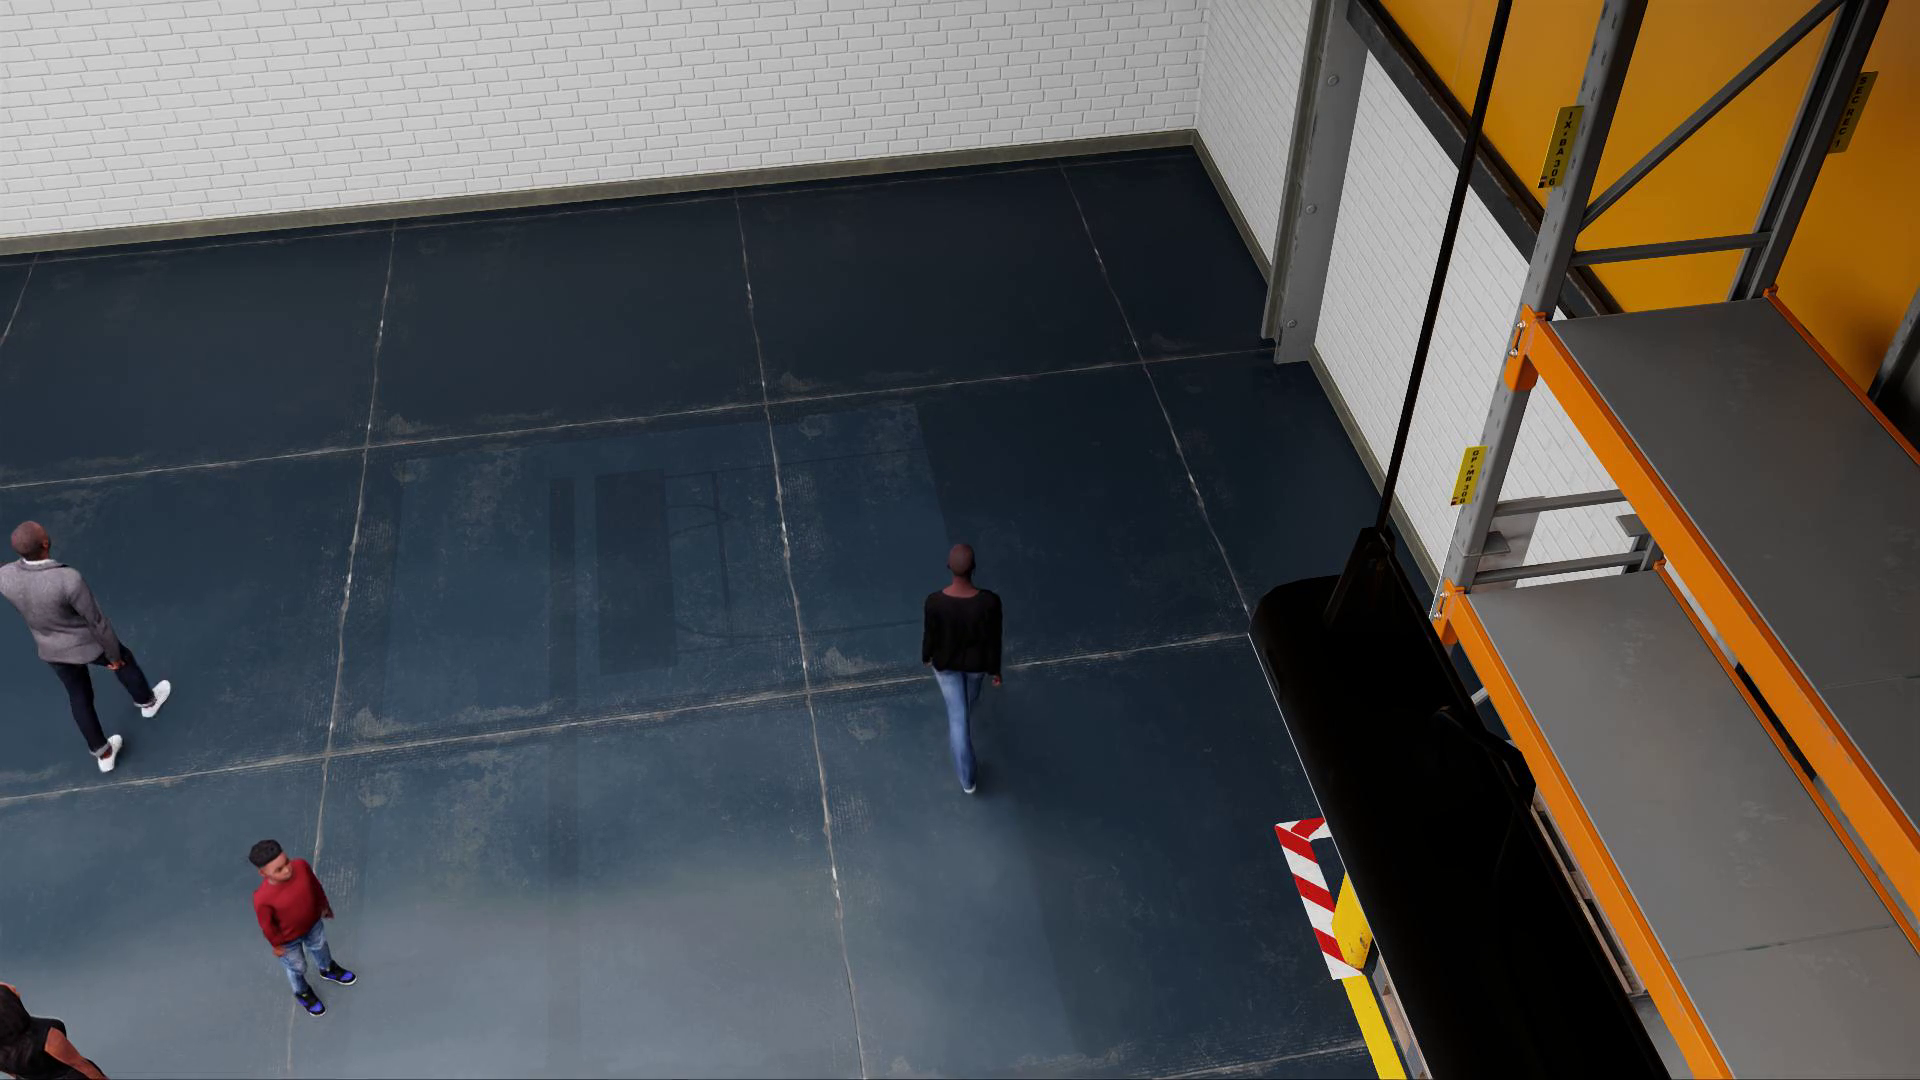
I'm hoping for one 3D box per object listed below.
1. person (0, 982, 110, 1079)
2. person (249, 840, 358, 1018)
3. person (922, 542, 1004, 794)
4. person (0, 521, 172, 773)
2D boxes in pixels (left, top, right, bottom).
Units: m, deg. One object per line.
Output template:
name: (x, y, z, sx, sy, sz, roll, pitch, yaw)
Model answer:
person: (-4.202, 2.573, 7.773, 0.641, 1.741, 0.597, 2, 44, 2)
person: (-3.508, 1.995, 8.733, 0.653, 1.254, 0.584, 23, 48, 22)
person: (0.021, 0.781, 9.682, 0.699, 1.703, 1.147, -2, 44, -2)
person: (-5.208, 0.683, 9.721, 0.848, 1.790, 1.001, -1, 44, -1)
